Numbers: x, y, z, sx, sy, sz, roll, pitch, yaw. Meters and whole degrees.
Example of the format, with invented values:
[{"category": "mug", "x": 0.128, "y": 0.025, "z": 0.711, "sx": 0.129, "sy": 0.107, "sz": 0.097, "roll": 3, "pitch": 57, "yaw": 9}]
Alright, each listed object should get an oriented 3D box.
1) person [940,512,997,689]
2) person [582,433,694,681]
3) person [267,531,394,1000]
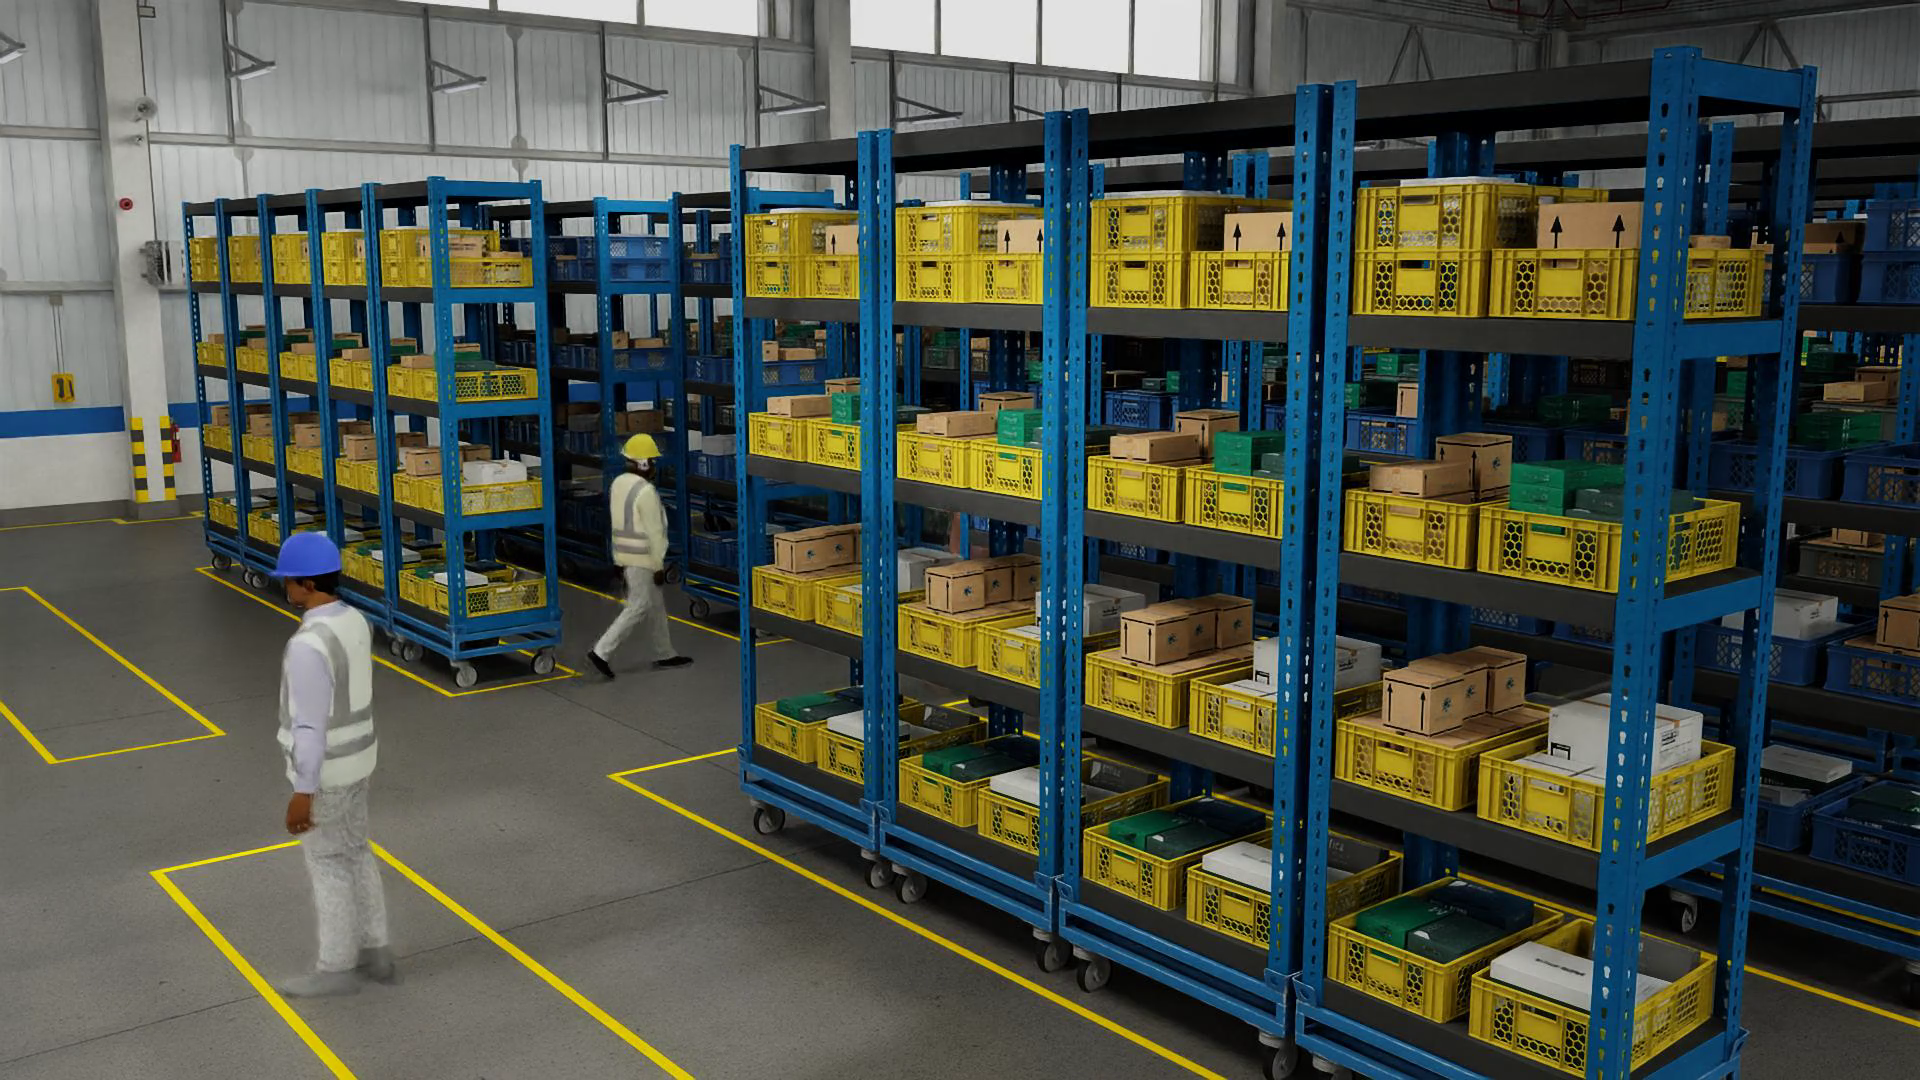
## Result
[{"category": "person", "x": 0.208, "y": 0.069, "z": 11.963, "sx": 0.993, "sy": 1.939, "sz": 0.637, "roll": -9, "pitch": 13, "yaw": -43}, {"category": "person", "x": -2.375, "y": 0.120, "z": 12.108, "sx": 0.841, "sy": 1.799, "sz": 0.605, "roll": -6, "pitch": 11, "yaw": -32}, {"category": "person", "x": -2.596, "y": 0.925, "z": 6.839, "sx": 0.389, "sy": 1.953, "sz": 0.605, "roll": 0, "pitch": 9, "yaw": 0}]
